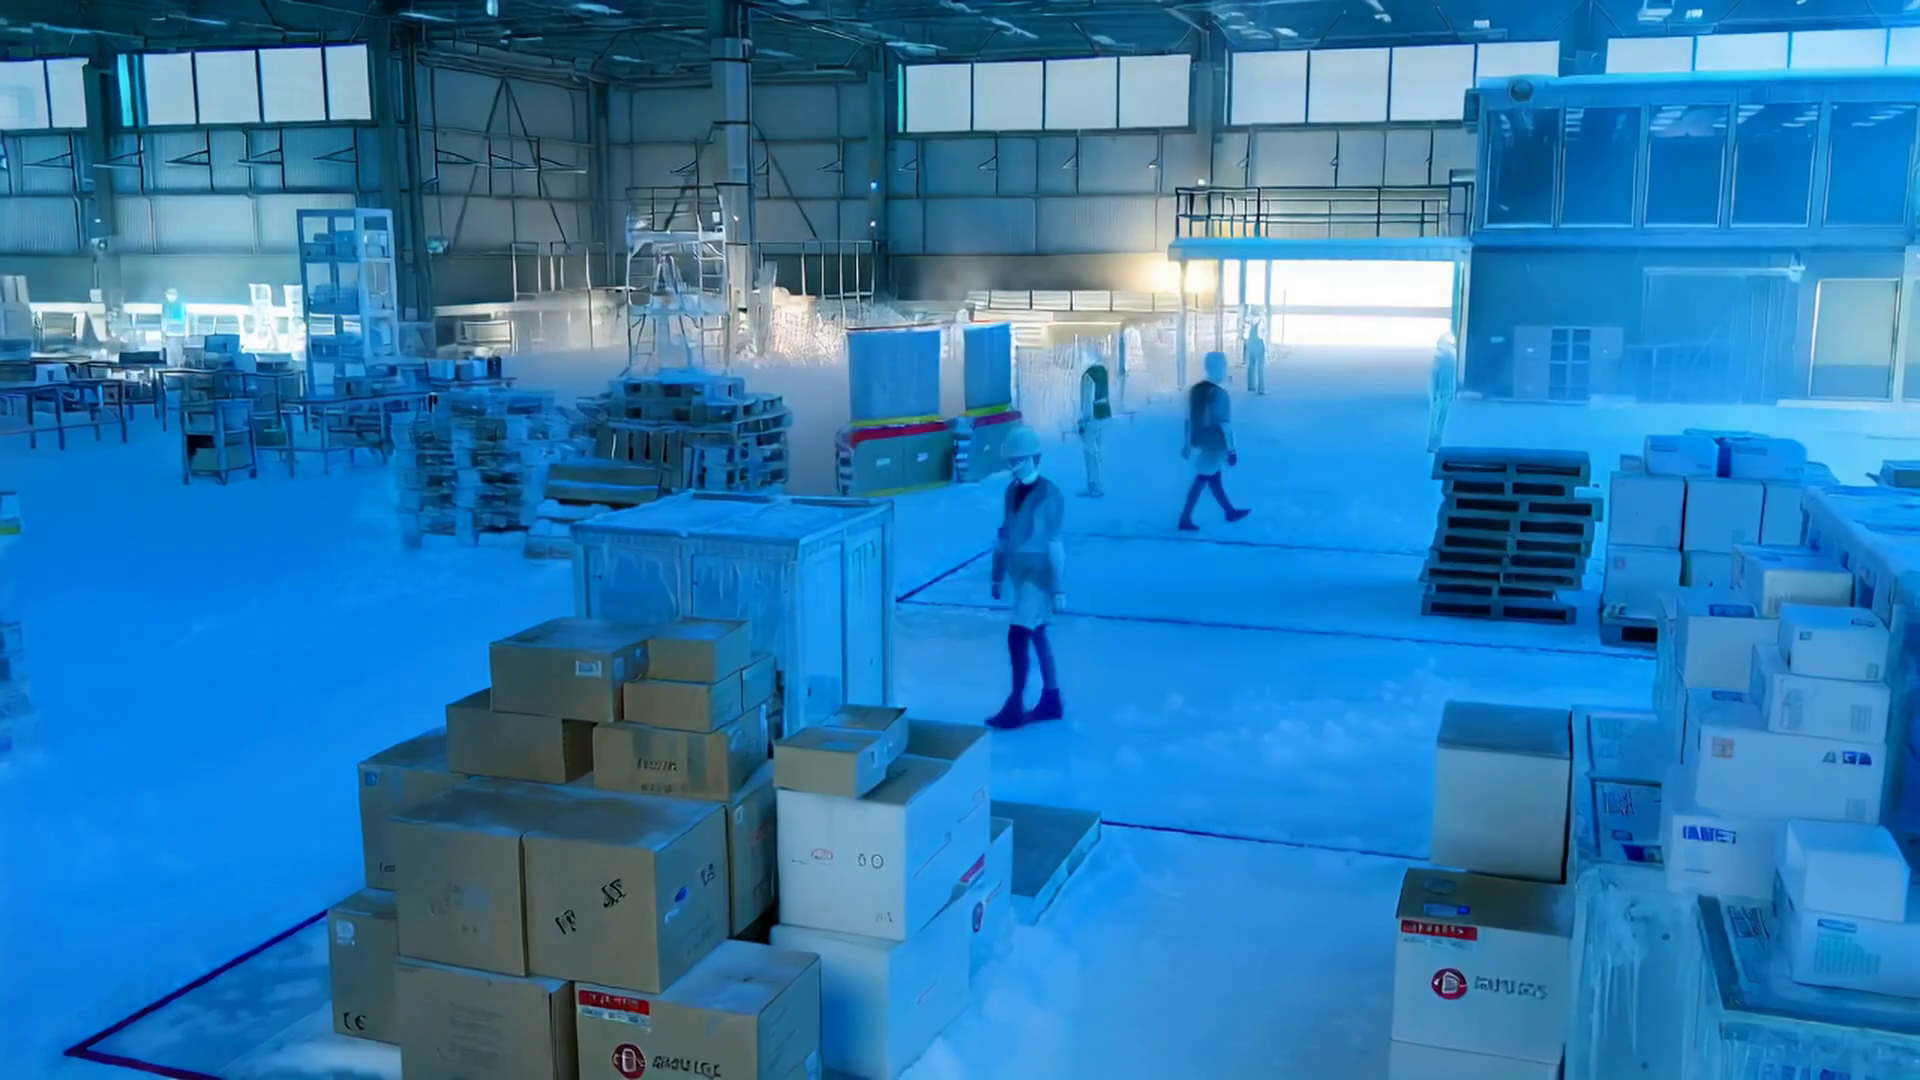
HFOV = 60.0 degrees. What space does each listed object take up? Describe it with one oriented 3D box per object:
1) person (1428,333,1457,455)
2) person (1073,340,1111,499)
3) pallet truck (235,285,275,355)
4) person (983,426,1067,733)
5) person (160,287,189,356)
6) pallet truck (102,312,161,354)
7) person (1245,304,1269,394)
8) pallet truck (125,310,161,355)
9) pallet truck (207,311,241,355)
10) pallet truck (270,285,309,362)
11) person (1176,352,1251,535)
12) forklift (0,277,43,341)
[{"bbox_3d":[7.035,-2.122,24.165,0.325,1.767,0.533,9,13,41],"label":"person"},{"bbox_3d":[1.582,-1.433,19.898,0.423,1.909,0.588,4,11,23],"label":"person"},{"bbox_3d":[-18.327,-5.835,44.421,0.823,1.965,1.885,4,11,23],"label":"pallet truck"},{"bbox_3d":[0.349,0.244,10.413,0.787,1.906,0.576,-6,11,-28],"label":"person"},{"bbox_3d":[-18.463,-4.915,39.112,0.615,2.040,0.391,-8,13,-39],"label":"person"},{"bbox_3d":[-23.057,-5.777,46.261,0.680,1.201,1.601,3,11,19],"label":"pallet truck"},{"bbox_3d":[6.057,-3.890,33.899,0.517,1.843,0.325,8,13,38],"label":"person"},{"bbox_3d":[-22.038,-5.665,45.457,0.704,1.261,1.522,3,11,17],"label":"pallet truck"},{"bbox_3d":[-19.537,-5.575,44.913,0.653,1.274,1.630,3,11,19],"label":"pallet truck"},{"bbox_3d":[-17.147,-5.700,43.663,0.823,1.965,1.885,3,11,17],"label":"pallet truck"},{"bbox_3d":[2.692,-1.024,17.541,1.015,1.911,0.630,-5,11,-25],"label":"person"},{"bbox_3d":[-27.151,-6.329,46.328,1.157,1.987,2.680,3,11,17],"label":"forklift"}]
